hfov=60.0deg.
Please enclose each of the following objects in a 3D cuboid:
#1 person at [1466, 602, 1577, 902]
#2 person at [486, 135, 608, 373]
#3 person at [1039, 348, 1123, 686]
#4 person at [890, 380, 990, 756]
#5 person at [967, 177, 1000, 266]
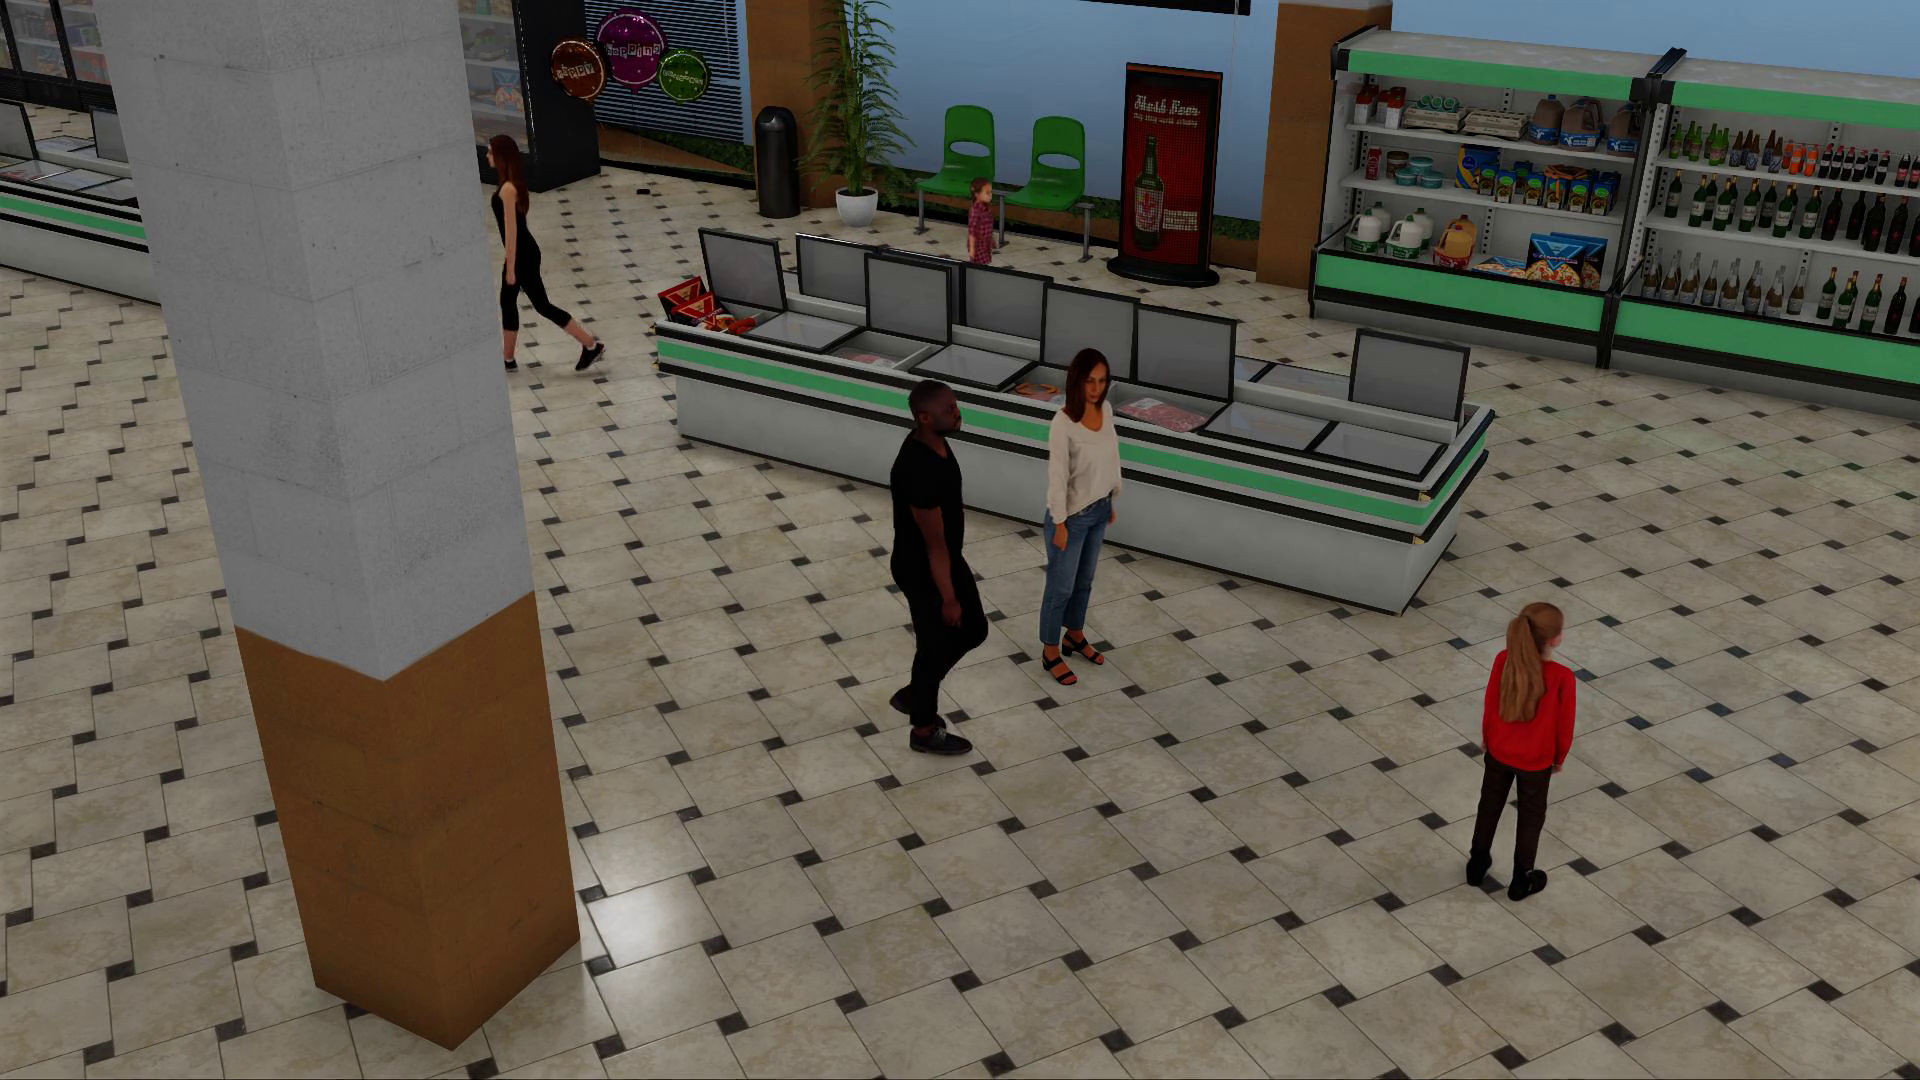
[{"bbox_3d":[2.201,0.822,6.524,0.443,1.280,0.575,19,32,32],"label":"person"},{"bbox_3d":[-2.925,-1.930,11.500,1.169,1.688,1.058,-6,27,-11],"label":"person"},{"bbox_3d":[0.563,-0.127,7.955,0.590,1.680,0.656,20,33,35],"label":"person"},{"bbox_3d":[-0.206,0.152,7.260,0.785,1.810,0.764,6,27,11],"label":"person"},{"bbox_3d":[0.125,-2.355,13.082,0.566,1.015,0.442,14,30,25],"label":"person"}]
